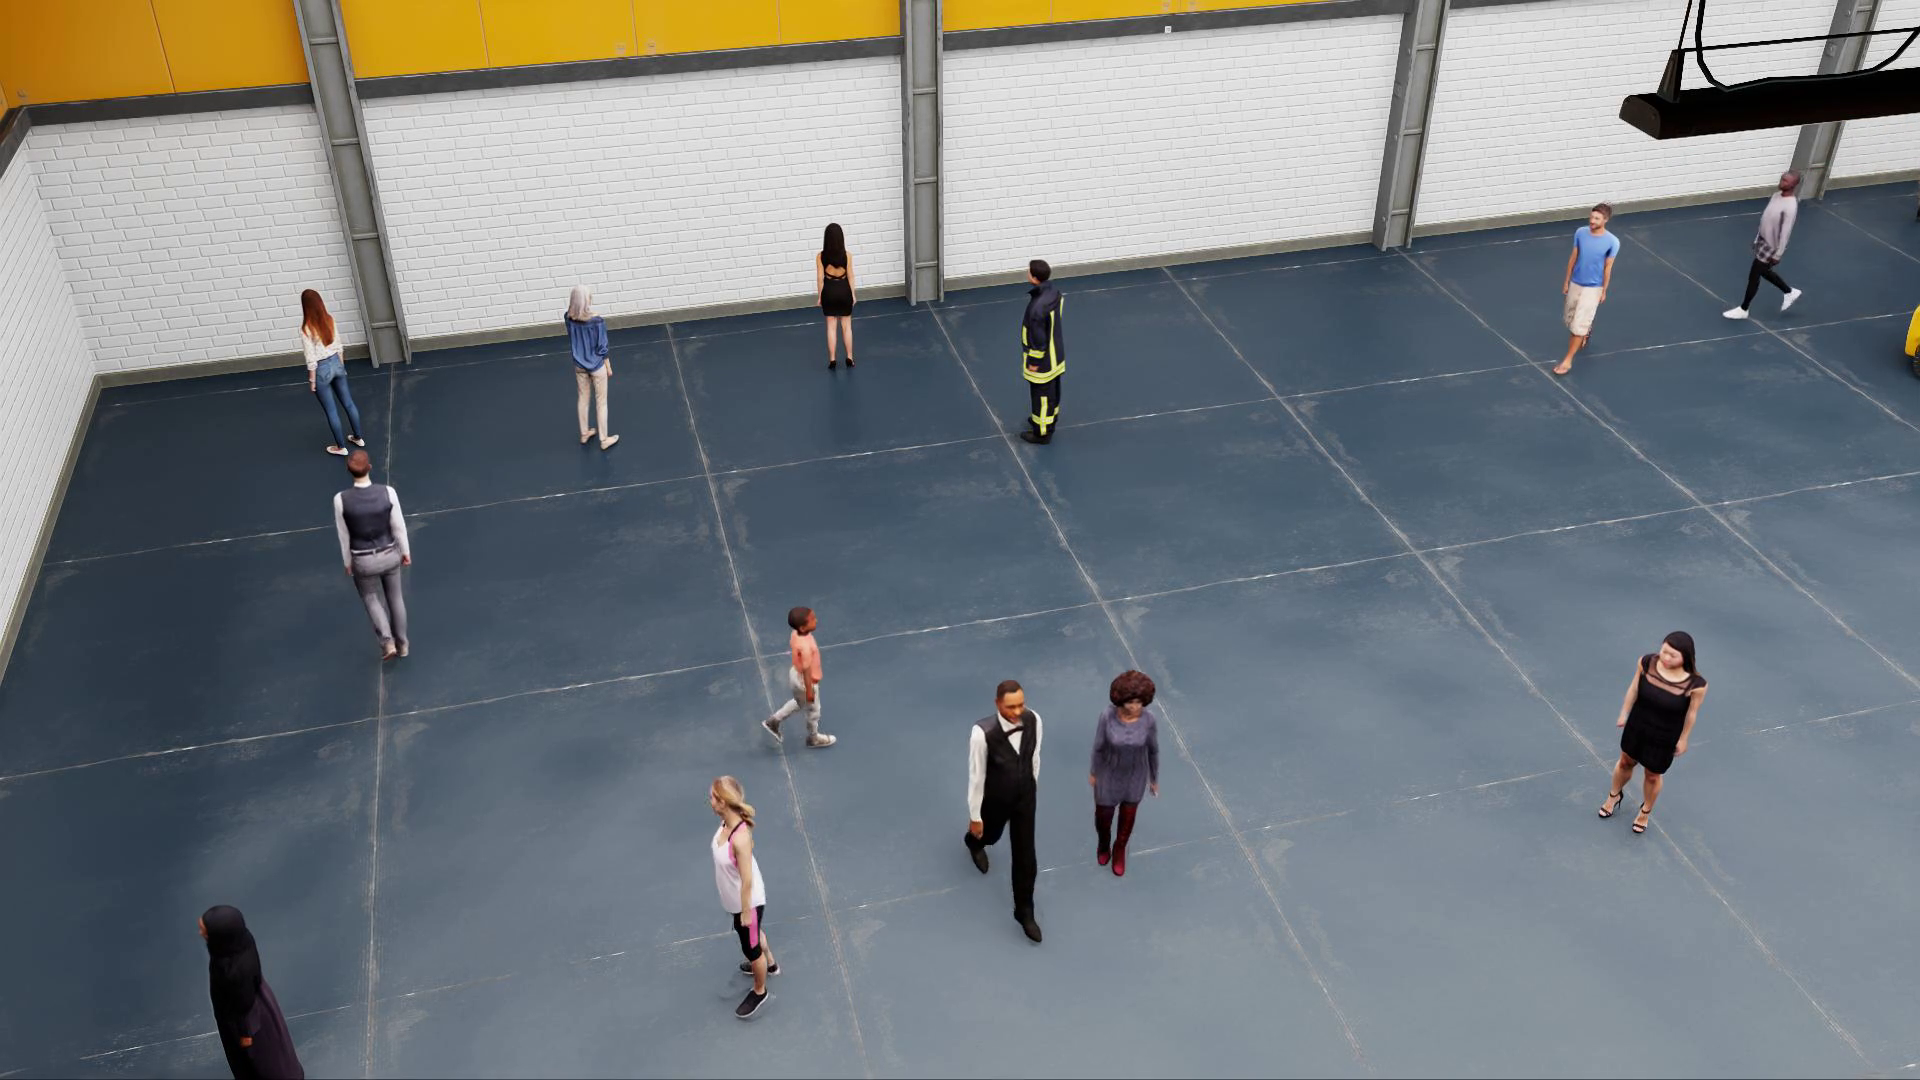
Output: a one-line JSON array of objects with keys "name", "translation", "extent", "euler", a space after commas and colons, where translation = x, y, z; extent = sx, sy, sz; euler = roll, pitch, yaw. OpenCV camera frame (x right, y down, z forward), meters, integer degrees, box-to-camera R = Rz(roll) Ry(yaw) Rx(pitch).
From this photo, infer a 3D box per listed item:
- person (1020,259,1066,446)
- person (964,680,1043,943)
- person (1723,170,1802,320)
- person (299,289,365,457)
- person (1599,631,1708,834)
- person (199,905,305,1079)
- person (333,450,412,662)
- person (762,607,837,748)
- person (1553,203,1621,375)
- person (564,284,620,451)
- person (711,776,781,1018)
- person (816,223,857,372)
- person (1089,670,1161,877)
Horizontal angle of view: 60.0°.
[{"name": "person", "translation": [0.825, -1.849, 16.256], "extent": [0.902, 1.924, 0.890], "euler": [11, 35, 16]}, {"name": "person", "translation": [0.259, 1.652, 11.032], "extent": [1.258, 1.876, 0.896], "euler": [-13, 36, -19]}, {"name": "person", "translation": [9.138, -3.285, 18.572], "extent": [1.145, 1.752, 0.822], "euler": [1, 34, 1]}, {"name": "person", "translation": [-6.122, -1.631, 16.106], "extent": [0.707, 1.728, 0.637], "euler": [19, 38, 27]}, {"name": "person", "translation": [4.857, 1.333, 11.655], "extent": [0.757, 1.718, 0.776], "euler": [28, 43, 35]}, {"name": "person", "translation": [-4.144, 2.717, 9.666], "extent": [0.618, 1.615, 0.620], "euler": [-13, 36, -18]}, {"name": "person", "translation": [-4.630, 0.183, 13.199], "extent": [0.767, 1.924, 0.781], "euler": [-13, 36, -19]}, {"name": "person", "translation": [-1.228, 1.047, 12.466], "extent": [0.761, 1.297, 0.502], "euler": [-7, 34, -10]}, {"name": "person", "translation": [6.680, -2.708, 17.627], "extent": [1.199, 1.837, 0.991], "euler": [-28, 43, -36]}, {"name": "person", "translation": [-3.615, -1.704, 16.246], "extent": [0.708, 1.693, 0.782], "euler": [14, 36, 20]}, {"name": "person", "translation": [-1.320, 2.220, 10.271], "extent": [0.613, 1.773, 0.665], "euler": [-19, 38, -26]}, {"name": "person", "translation": [-1.302, -2.554, 17.567], "extent": [0.488, 1.646, 0.662], "euler": [-1, 34, -2]}, {"name": "person", "translation": [1.100, 1.552, 11.342], "extent": [0.596, 1.700, 0.737], "euler": [0, 34, 1]}]
